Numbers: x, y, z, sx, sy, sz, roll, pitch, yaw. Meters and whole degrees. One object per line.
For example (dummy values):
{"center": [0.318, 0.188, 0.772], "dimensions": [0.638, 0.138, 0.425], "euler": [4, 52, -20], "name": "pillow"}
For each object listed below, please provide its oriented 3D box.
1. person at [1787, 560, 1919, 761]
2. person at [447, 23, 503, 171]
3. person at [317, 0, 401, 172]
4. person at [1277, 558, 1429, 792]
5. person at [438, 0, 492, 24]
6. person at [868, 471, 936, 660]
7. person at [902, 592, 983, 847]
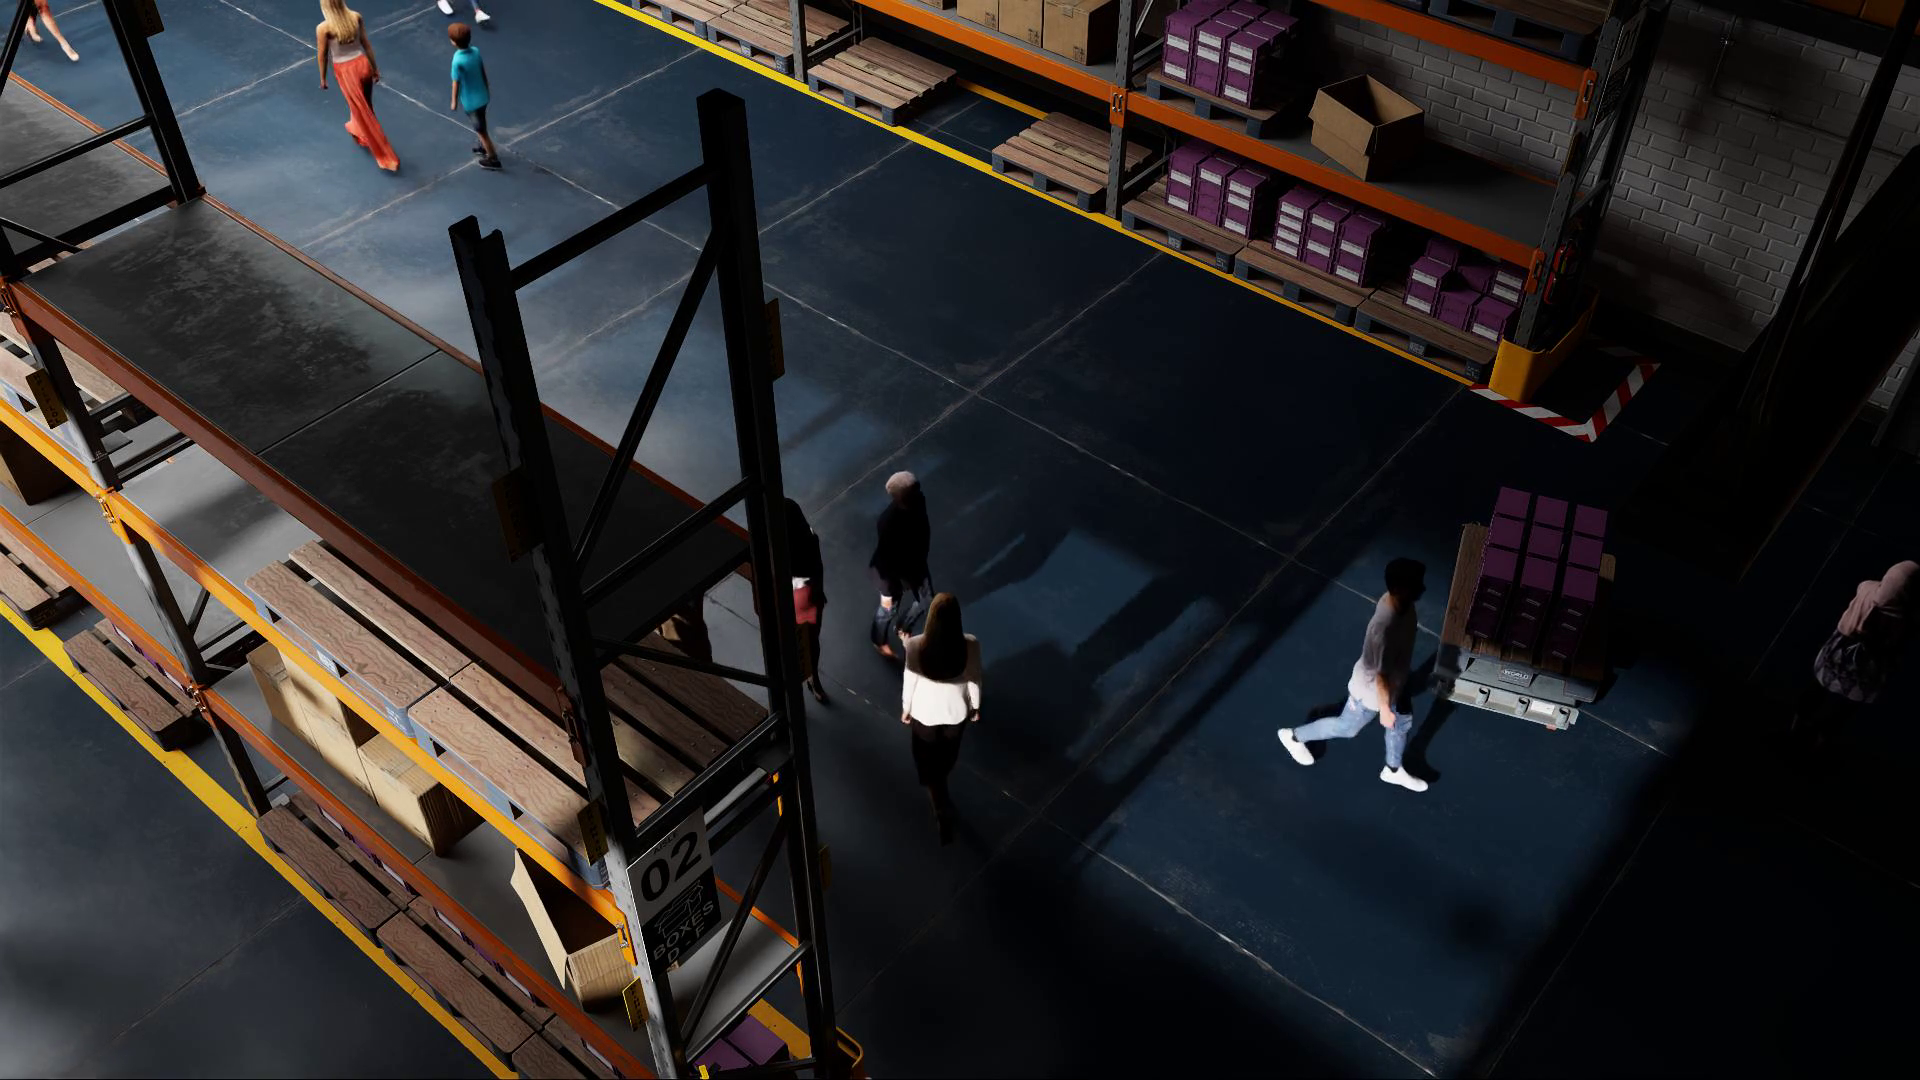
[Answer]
{"center": [5.547, 0.741, 10.303], "dimensions": [0.777, 1.633, 0.681], "euler": [-18, 46, -18], "name": "person"}
{"center": [-4.487, -4.130, 15.560], "dimensions": [0.725, 1.436, 0.634], "euler": [14, 45, 14], "name": "person"}
{"center": [-5.559, -4.230, 15.429], "dimensions": [1.173, 1.761, 0.667], "euler": [31, 52, 28], "name": "person"}
{"center": [2.449, 0.827, 10.055], "dimensions": [1.225, 1.851, 0.781], "euler": [24, 48, 23], "name": "person"}
{"center": [-5.577, -6.368, 17.725], "dimensions": [0.751, 1.688, 1.183], "euler": [-30, 51, -28], "name": "person"}
{"center": [-0.473, 0.189, 10.876], "dimensions": [0.625, 1.753, 0.745], "euler": [26, 49, 25], "name": "person"}
{"center": [-0.100, 1.087, 9.792], "dimensions": [0.992, 1.837, 1.083], "euler": [-6, 44, -7], "name": "person"}
